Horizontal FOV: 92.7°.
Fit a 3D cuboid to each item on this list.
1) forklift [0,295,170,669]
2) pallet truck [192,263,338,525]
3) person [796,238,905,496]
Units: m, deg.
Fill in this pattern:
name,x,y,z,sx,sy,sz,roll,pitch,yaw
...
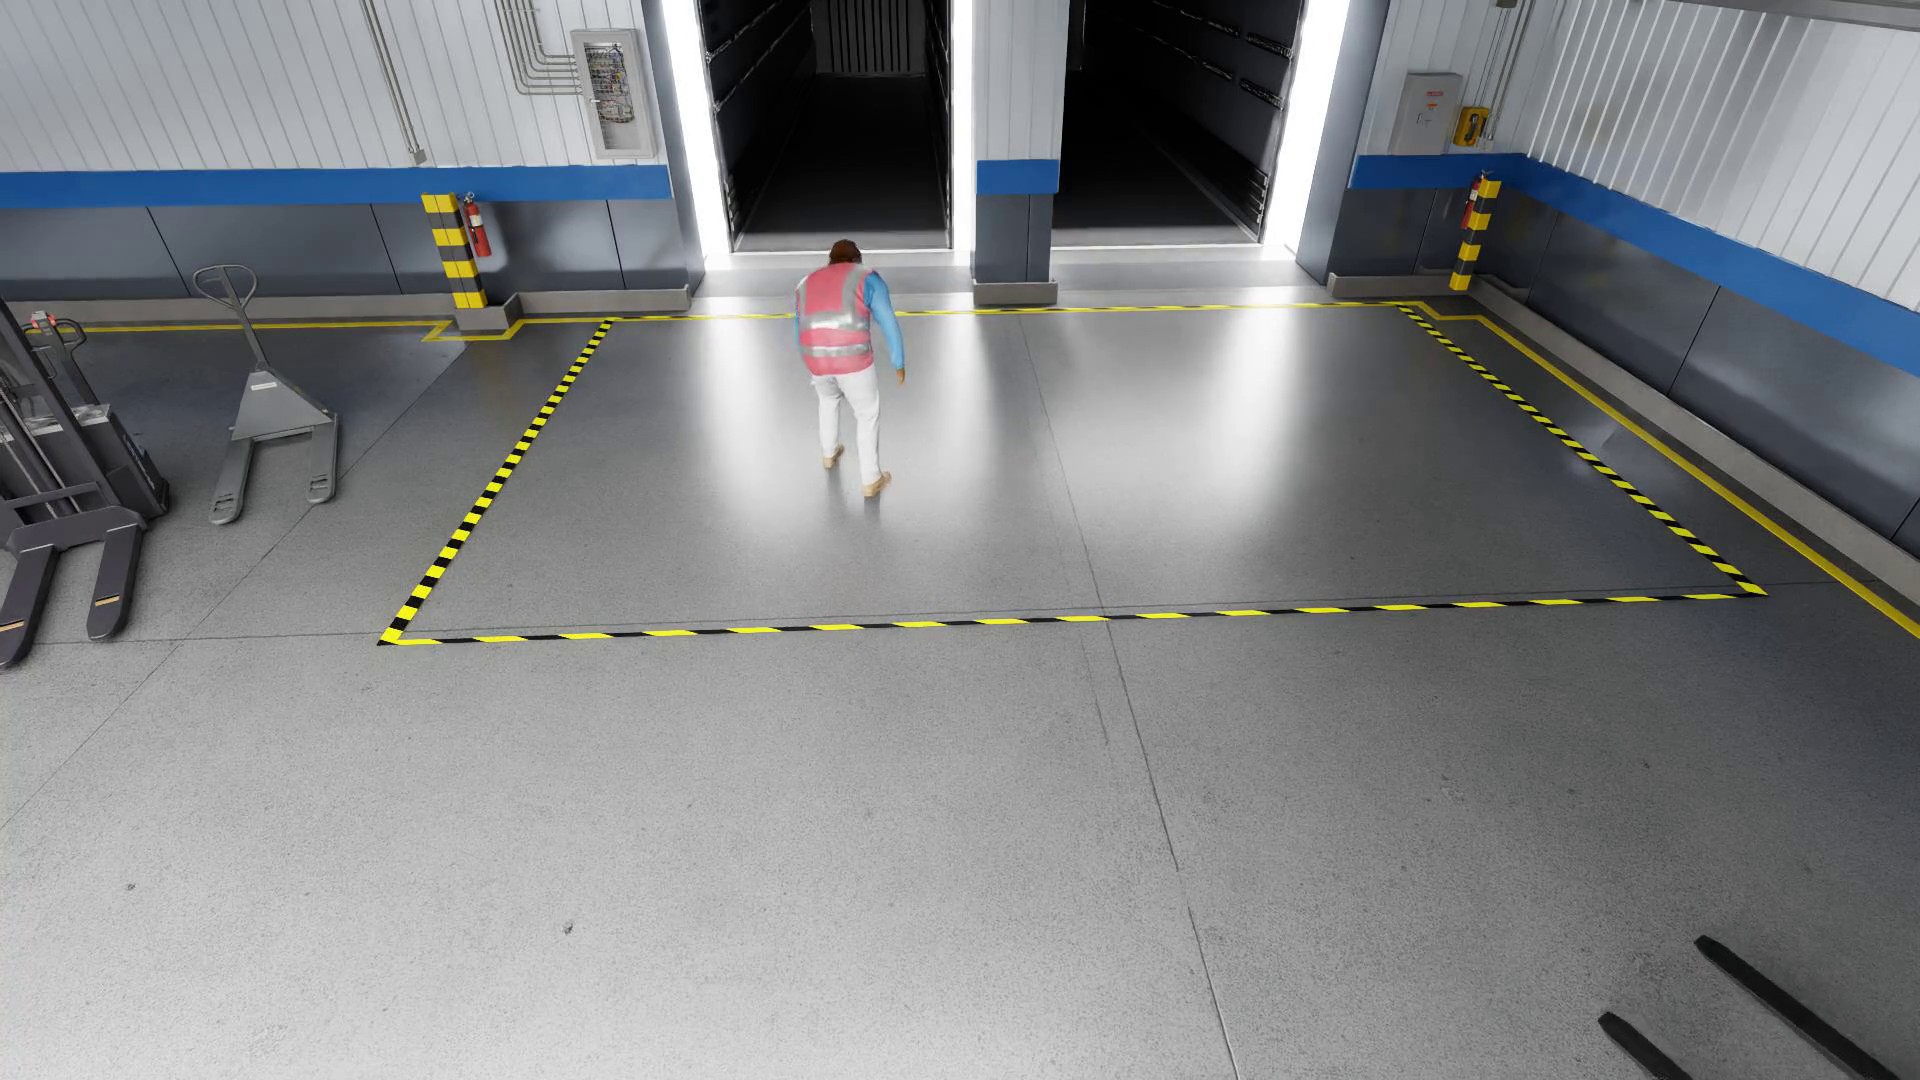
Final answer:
name,x,y,z,sx,sy,sz,roll,pitch,yaw
forklift,-5.212,-0.618,4.878,0.823,1.965,1.885,-20,39,-26
pallet truck,-4.778,-1.027,6.128,0.680,1.201,1.601,-17,38,-23
person,-0.697,-1.150,6.103,0.792,1.491,0.861,9,36,13
